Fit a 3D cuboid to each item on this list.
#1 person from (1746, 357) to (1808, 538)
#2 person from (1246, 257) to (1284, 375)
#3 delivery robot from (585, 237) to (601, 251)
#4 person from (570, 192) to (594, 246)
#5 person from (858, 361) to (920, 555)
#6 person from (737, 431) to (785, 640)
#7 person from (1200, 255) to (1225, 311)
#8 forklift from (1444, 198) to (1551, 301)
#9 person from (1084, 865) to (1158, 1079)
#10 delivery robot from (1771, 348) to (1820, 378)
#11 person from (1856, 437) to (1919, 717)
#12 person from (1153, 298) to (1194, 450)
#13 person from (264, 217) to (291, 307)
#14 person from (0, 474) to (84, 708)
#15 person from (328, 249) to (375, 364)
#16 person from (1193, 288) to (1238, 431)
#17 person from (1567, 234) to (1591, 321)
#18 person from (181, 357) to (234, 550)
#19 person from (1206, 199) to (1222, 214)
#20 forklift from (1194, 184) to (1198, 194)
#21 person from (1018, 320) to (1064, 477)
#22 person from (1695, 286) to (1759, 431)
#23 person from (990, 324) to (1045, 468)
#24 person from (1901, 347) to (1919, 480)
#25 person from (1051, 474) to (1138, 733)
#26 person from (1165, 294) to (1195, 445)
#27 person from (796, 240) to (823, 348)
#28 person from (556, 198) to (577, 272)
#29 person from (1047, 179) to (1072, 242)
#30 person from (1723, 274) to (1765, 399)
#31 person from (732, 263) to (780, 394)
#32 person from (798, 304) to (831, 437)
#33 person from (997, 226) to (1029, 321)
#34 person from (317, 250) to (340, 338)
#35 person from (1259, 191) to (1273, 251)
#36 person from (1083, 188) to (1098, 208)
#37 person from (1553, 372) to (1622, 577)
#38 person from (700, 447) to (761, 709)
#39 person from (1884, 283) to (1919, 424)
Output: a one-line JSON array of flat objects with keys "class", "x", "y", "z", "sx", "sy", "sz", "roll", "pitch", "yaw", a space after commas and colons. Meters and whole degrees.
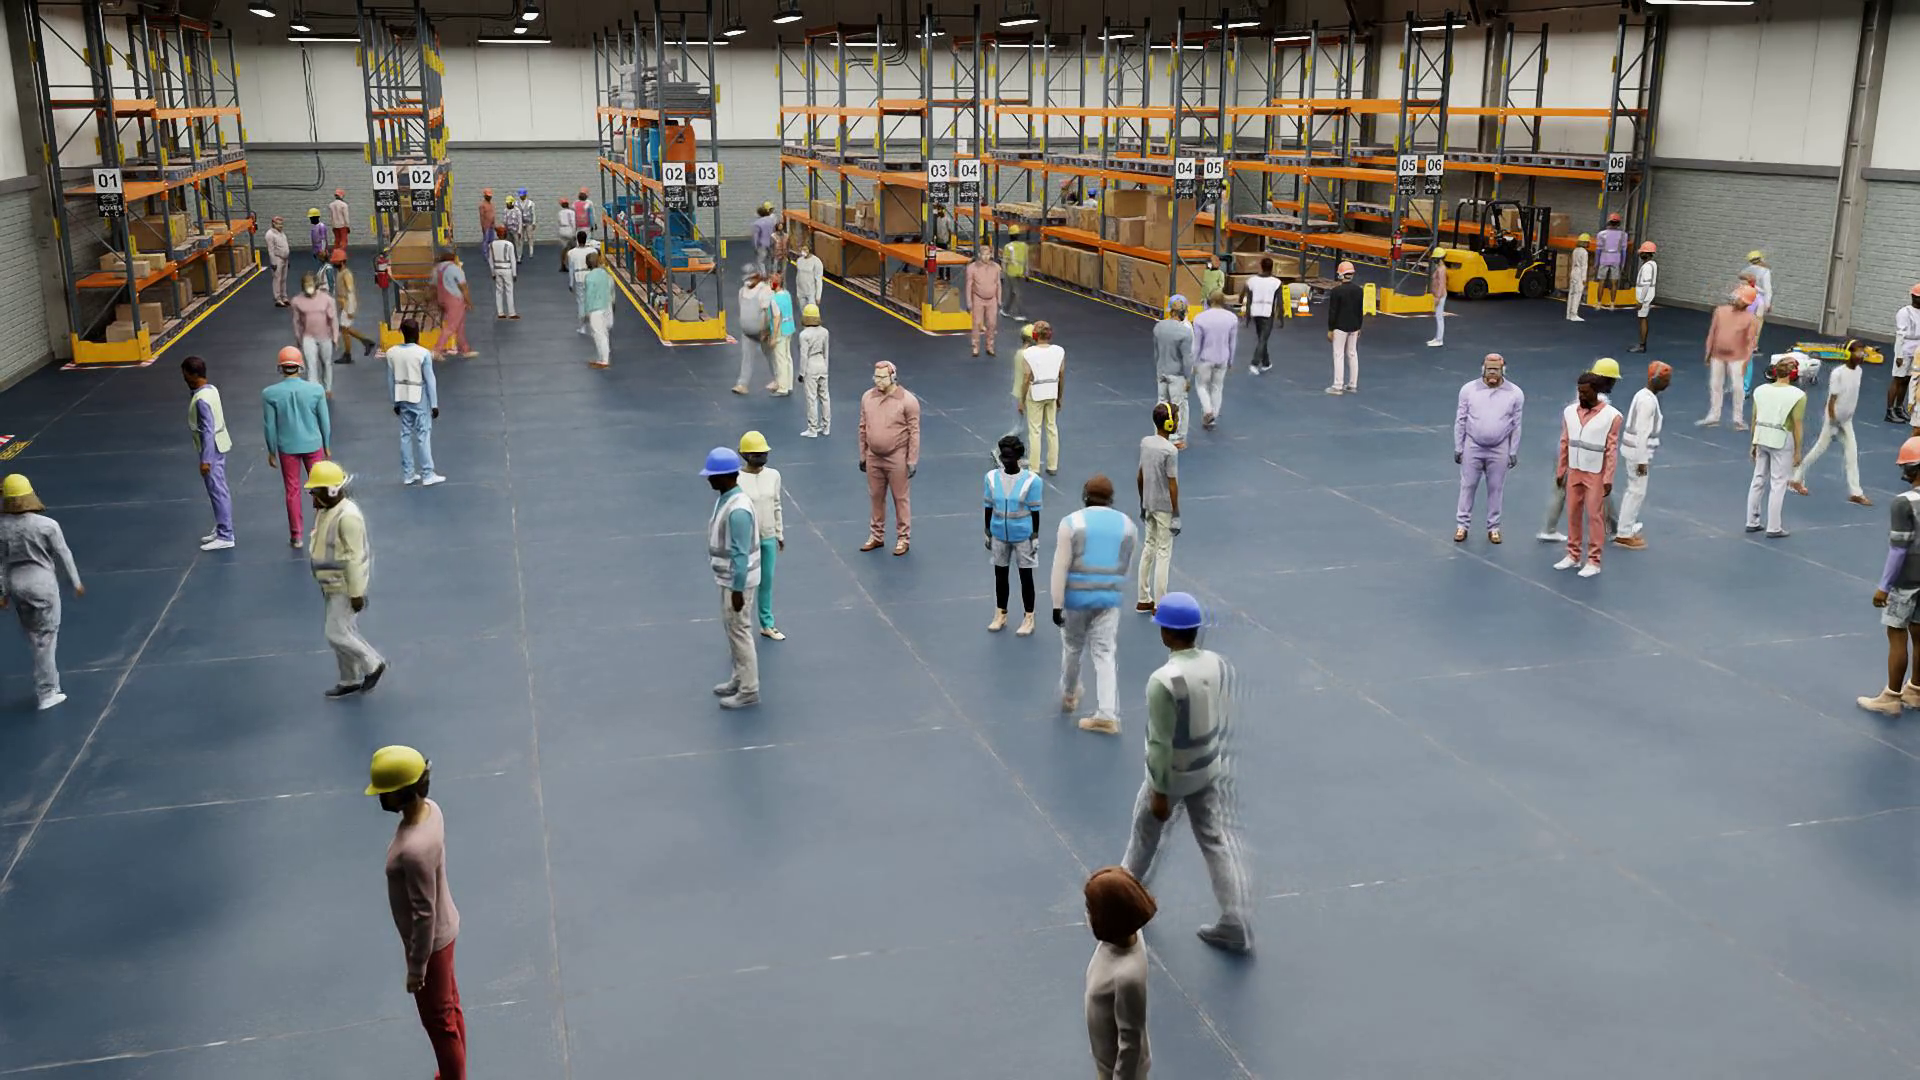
[{"class": "person", "x": 8.248, "y": -0.936, "z": 16.855, "sx": 0.395, "sy": 1.836, "sz": 0.560, "roll": -8, "pitch": 17, "yaw": -27}, {"class": "person", "x": 4.921, "y": -3.634, "z": 26.937, "sx": 0.608, "sy": 1.876, "sz": 0.987, "roll": 10, "pitch": 18, "yaw": 32}, {"class": "delivery robot", "x": -10.329, "y": -8.253, "z": 46.659, "sx": 0.477, "sy": 0.478, "sz": 0.707, "roll": 3, "pitch": 15, "yaw": 11}, {"class": "person", "x": -10.534, "y": -8.763, "z": 46.379, "sx": 0.675, "sy": 1.807, "sz": 0.484, "roll": 4, "pitch": 15, "yaw": 13}, {"class": "person", "x": -0.714, "y": -0.799, "z": 16.202, "sx": 0.649, "sy": 1.906, "sz": 0.401, "roll": 8, "pitch": 17, "yaw": 26}, {"class": "person", "x": -1.657, "y": -0.014, "z": 13.508, "sx": 0.533, "sy": 1.772, "sz": 0.298, "roll": -12, "pitch": 19, "yaw": -38}, {"class": "person", "x": 4.536, "y": -4.317, "z": 29.963, "sx": 0.285, "sy": 1.633, "sz": 0.499, "roll": -12, "pitch": 19, "yaw": -38}, {"class": "forklift", "x": 11.913, "y": -6.508, "z": 37.130, "sx": 2.313, "sy": 2.155, "sz": 1.214, "roll": -4, "pitch": 15, "yaw": -15}, {"class": "person", "x": 0.581, "y": 1.980, "z": 6.265, "sx": 0.282, "sy": 1.633, "sz": 0.499, "roll": 0, "pitch": 15, "yaw": -1}, {"class": "delivery robot", "x": 13.042, "y": -2.753, "z": 25.964, "sx": 0.477, "sy": 0.478, "sz": 0.707, "roll": -6, "pitch": 16, "yaw": -21}, {"class": "person", "x": 6.802, "y": 0.266, "z": 11.951, "sx": 0.605, "sy": 2.033, "sz": 0.400, "roll": -7, "pitch": 16, "yaw": -25}, {"class": "person", "x": 2.690, "y": -2.081, "z": 20.992, "sx": 0.381, "sy": 1.927, "sz": 0.640, "roll": -11, "pitch": 19, "yaw": -37}, {"class": "person", "x": -14.562, "y": -5.958, "z": 35.627, "sx": 0.407, "sy": 1.902, "sz": 0.638, "roll": 1, "pitch": 15, "yaw": 4}, {"class": "person", "x": -6.755, "y": 0.358, "z": 12.200, "sx": 0.513, "sy": 1.725, "sz": 0.553, "roll": 0, "pitch": 15, "yaw": -2}, {"class": "person", "x": -10.261, "y": -3.930, "z": 27.953, "sx": 0.626, "sy": 1.921, "sz": 0.569, "roll": -9, "pitch": 17, "yaw": -29}, {"class": "person", "x": 3.379, "y": -2.390, "z": 22.149, "sx": 0.635, "sy": 1.923, "sz": 0.478, "roll": -3, "pitch": 15, "yaw": -10}, {"class": "person", "x": 12.437, "y": -5.270, "z": 33.362, "sx": 0.325, "sy": 1.732, "sz": 0.486, "roll": -2, "pitch": 15, "yaw": -7}, {"class": "person", "x": -7.405, "y": -0.864, "z": 16.433, "sx": 0.391, "sy": 1.913, "sz": 0.587, "roll": -5, "pitch": 16, "yaw": -19}, {"class": "person", "x": 7.286, "y": -9.078, "z": 47.744, "sx": 0.562, "sy": 1.717, "sz": 0.882, "roll": -7, "pitch": 16, "yaw": -23}, {"class": "forklift", "x": 7.392, "y": -11.333, "z": 53.972, "sx": 1.873, "sy": 2.768, "sz": 1.129, "roll": -4, "pitch": 15, "yaw": -15}, {"class": "person", "x": 0.962, "y": -1.643, "z": 19.491, "sx": 0.575, "sy": 1.843, "sz": 0.375, "roll": -8, "pitch": 17, "yaw": -27}, {"class": "person", "x": 10.320, "y": -2.441, "z": 22.320, "sx": 0.378, "sy": 1.949, "sz": 0.713, "roll": -11, "pitch": 18, "yaw": -35}, {"class": "person", "x": 0.690, "y": -1.720, "z": 20.058, "sx": 0.730, "sy": 1.721, "sz": 0.548, "roll": -3, "pitch": 15, "yaw": -13}, {"class": "person", "x": 11.279, "y": -1.625, "z": 19.250, "sx": 0.545, "sy": 1.938, "sz": 0.362, "roll": 7, "pitch": 16, "yaw": 25}, {"class": "person", "x": 0.941, "y": 0.433, "z": 11.831, "sx": 0.658, "sy": 1.782, "sz": 0.809, "roll": -3, "pitch": 15, "yaw": -11}, {"class": "person", "x": 2.801, "y": -2.166, "z": 21.273, "sx": 0.391, "sy": 1.944, "sz": 0.603, "roll": 1, "pitch": 15, "yaw": 5}, {"class": "person", "x": -2.674, "y": -4.343, "z": 29.499, "sx": 0.625, "sy": 1.933, "sz": 0.375, "roll": 14, "pitch": 20, "yaw": 42}, {"class": "person", "x": -10.112, "y": -7.879, "z": 42.929, "sx": 0.612, "sy": 1.857, "sz": 0.980, "roll": 4, "pitch": 15, "yaw": 14}, {"class": "person", "x": 3.051, "y": -9.759, "z": 49.722, "sx": 0.903, "sy": 2.003, "sz": 0.621, "roll": -8, "pitch": 17, "yaw": -28}, {"class": "person", "x": 11.637, "y": -3.020, "z": 24.679, "sx": 0.372, "sy": 1.840, "sz": 0.570, "roll": -5, "pitch": 16, "yaw": -18}, {"class": "person", "x": -3.054, "y": -3.234, "z": 25.105, "sx": 0.701, "sy": 2.000, "sz": 1.036, "roll": 8, "pitch": 17, "yaw": 28}, {"class": "person", "x": -1.932, "y": -2.230, "z": 21.899, "sx": 0.302, "sy": 1.744, "sz": 0.486, "roll": 14, "pitch": 20, "yaw": 41}, {"class": "person", "x": 1.050, "y": -5.370, "z": 33.456, "sx": 0.609, "sy": 1.870, "sz": 0.974, "roll": -12, "pitch": 19, "yaw": -38}, {"class": "person", "x": -11.716, "y": -4.553, "z": 30.828, "sx": 0.306, "sy": 1.645, "sz": 0.523, "roll": -10, "pitch": 18, "yaw": -34}, {"class": "person", "x": 8.938, "y": -9.293, "z": 48.475, "sx": 0.322, "sy": 1.742, "sz": 0.493, "roll": -11, "pitch": 18, "yaw": -36}, {"class": "person", "x": 3.643, "y": -8.771, "z": 46.121, "sx": 0.601, "sy": 1.948, "sz": 0.386, "roll": 11, "pitch": 18, "yaw": 35}, {"class": "person", "x": 5.864, "y": -0.628, "z": 15.562, "sx": 0.405, "sy": 1.906, "sz": 0.603, "roll": -10, "pitch": 18, "yaw": -33}, {"class": "person", "x": -1.658, "y": 0.270, "z": 12.129, "sx": 0.419, "sy": 1.937, "sz": 0.616, "roll": -4, "pitch": 15, "yaw": -16}, {"class": "person", "x": 13.026, "y": -2.562, "z": 22.796, "sx": 0.543, "sy": 1.928, "sz": 0.374, "roll": -10, "pitch": 18, "yaw": -32}]
